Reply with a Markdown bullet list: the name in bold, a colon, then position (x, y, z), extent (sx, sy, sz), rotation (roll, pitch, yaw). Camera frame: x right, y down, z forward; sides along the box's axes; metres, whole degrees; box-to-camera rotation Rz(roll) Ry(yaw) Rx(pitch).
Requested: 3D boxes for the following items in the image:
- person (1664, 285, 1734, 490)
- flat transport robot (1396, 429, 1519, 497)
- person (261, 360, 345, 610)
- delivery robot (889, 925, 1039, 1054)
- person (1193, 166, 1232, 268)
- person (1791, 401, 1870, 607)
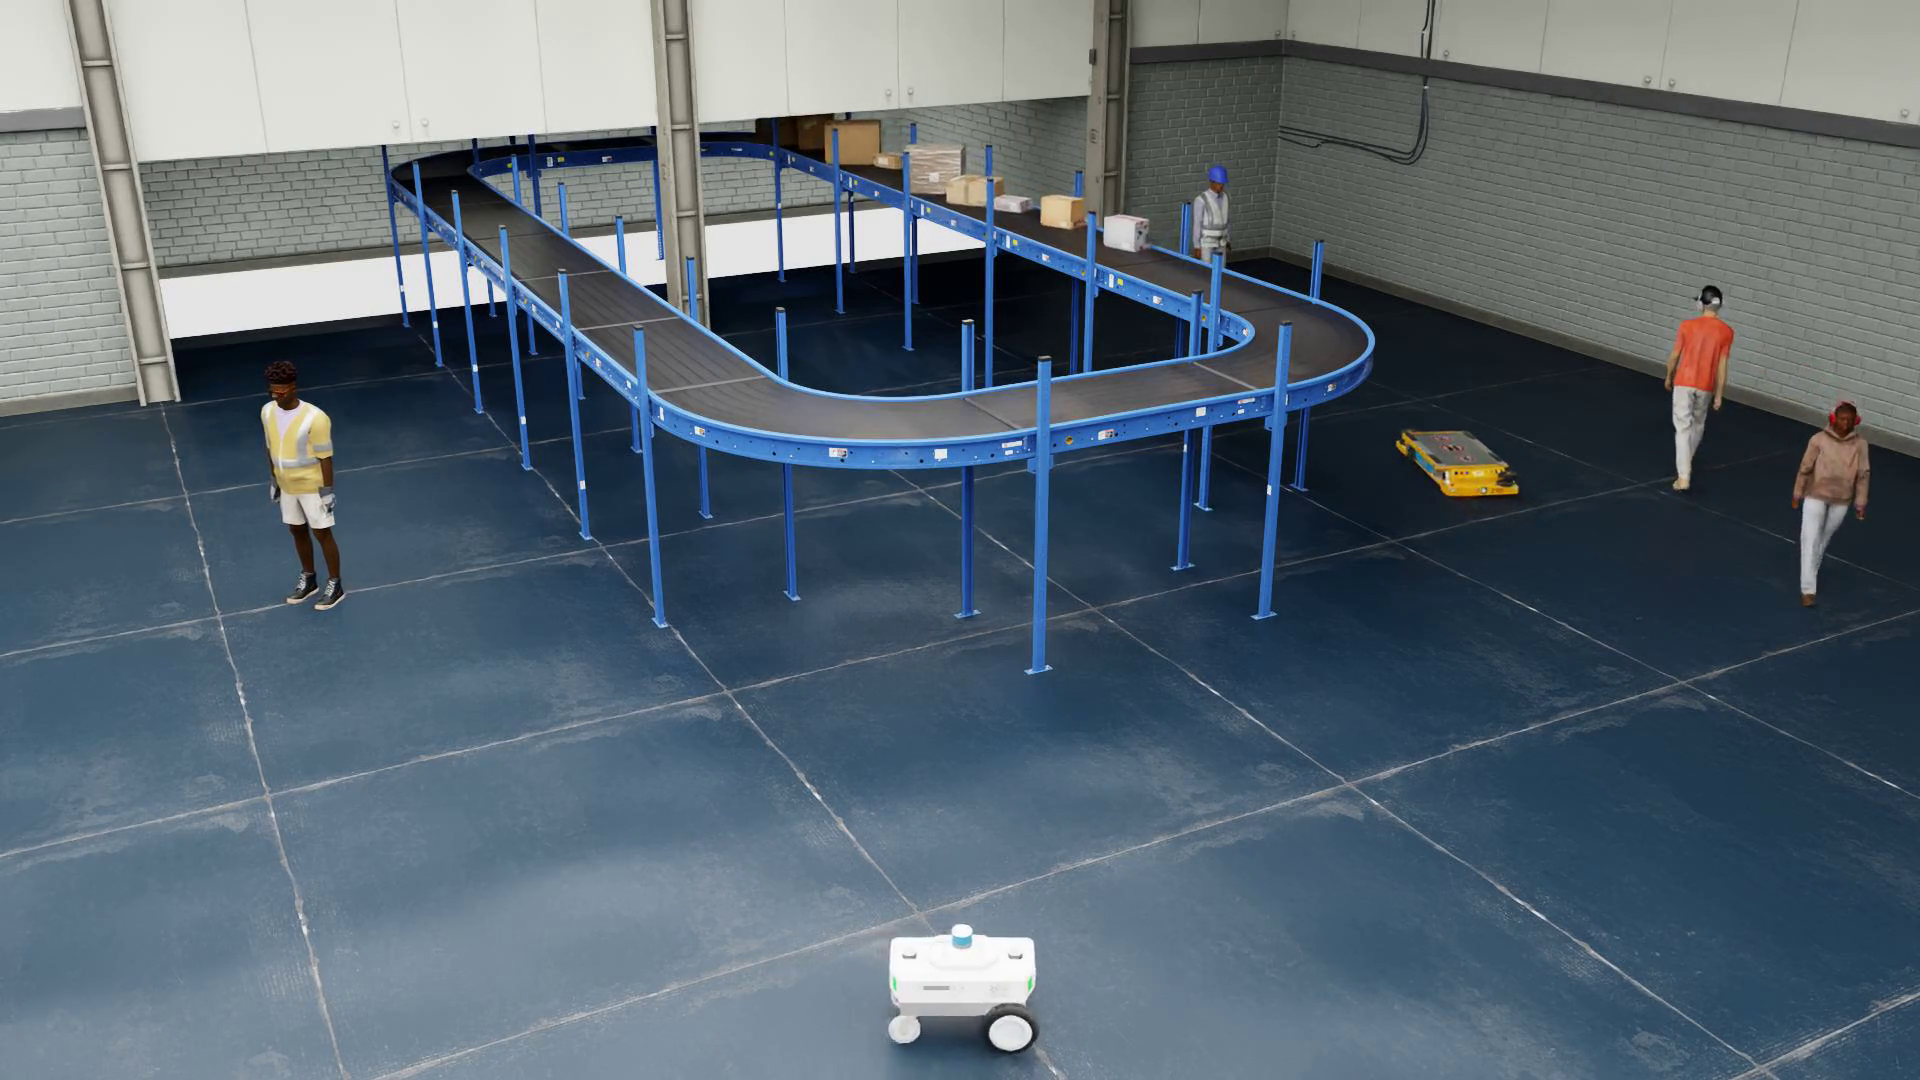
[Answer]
- **person**: position (6.764, -1.425, 15.284), extent (0.476, 1.856, 1.014), rotation (3, 22, 8)
- **flat transport robot**: position (4.679, -0.740, 15.705), extent (0.659, 0.231, 1.431), rotation (-2, 22, -5)
- **person**: position (-5.017, -0.427, 12.683), extent (0.602, 1.958, 0.377), rotation (9, 24, 21)
- **delivery robot**: position (0.024, 2.154, 8.144), extent (0.757, 0.575, 0.499), rotation (0, 22, 0)
- **person**: position (3.173, -3.733, 20.885), extent (0.619, 1.932, 0.415), rotation (-16, 27, -34)
- **person**: position (6.696, -0.286, 12.786), extent (0.488, 1.601, 0.856), rotation (6, 23, 14)
